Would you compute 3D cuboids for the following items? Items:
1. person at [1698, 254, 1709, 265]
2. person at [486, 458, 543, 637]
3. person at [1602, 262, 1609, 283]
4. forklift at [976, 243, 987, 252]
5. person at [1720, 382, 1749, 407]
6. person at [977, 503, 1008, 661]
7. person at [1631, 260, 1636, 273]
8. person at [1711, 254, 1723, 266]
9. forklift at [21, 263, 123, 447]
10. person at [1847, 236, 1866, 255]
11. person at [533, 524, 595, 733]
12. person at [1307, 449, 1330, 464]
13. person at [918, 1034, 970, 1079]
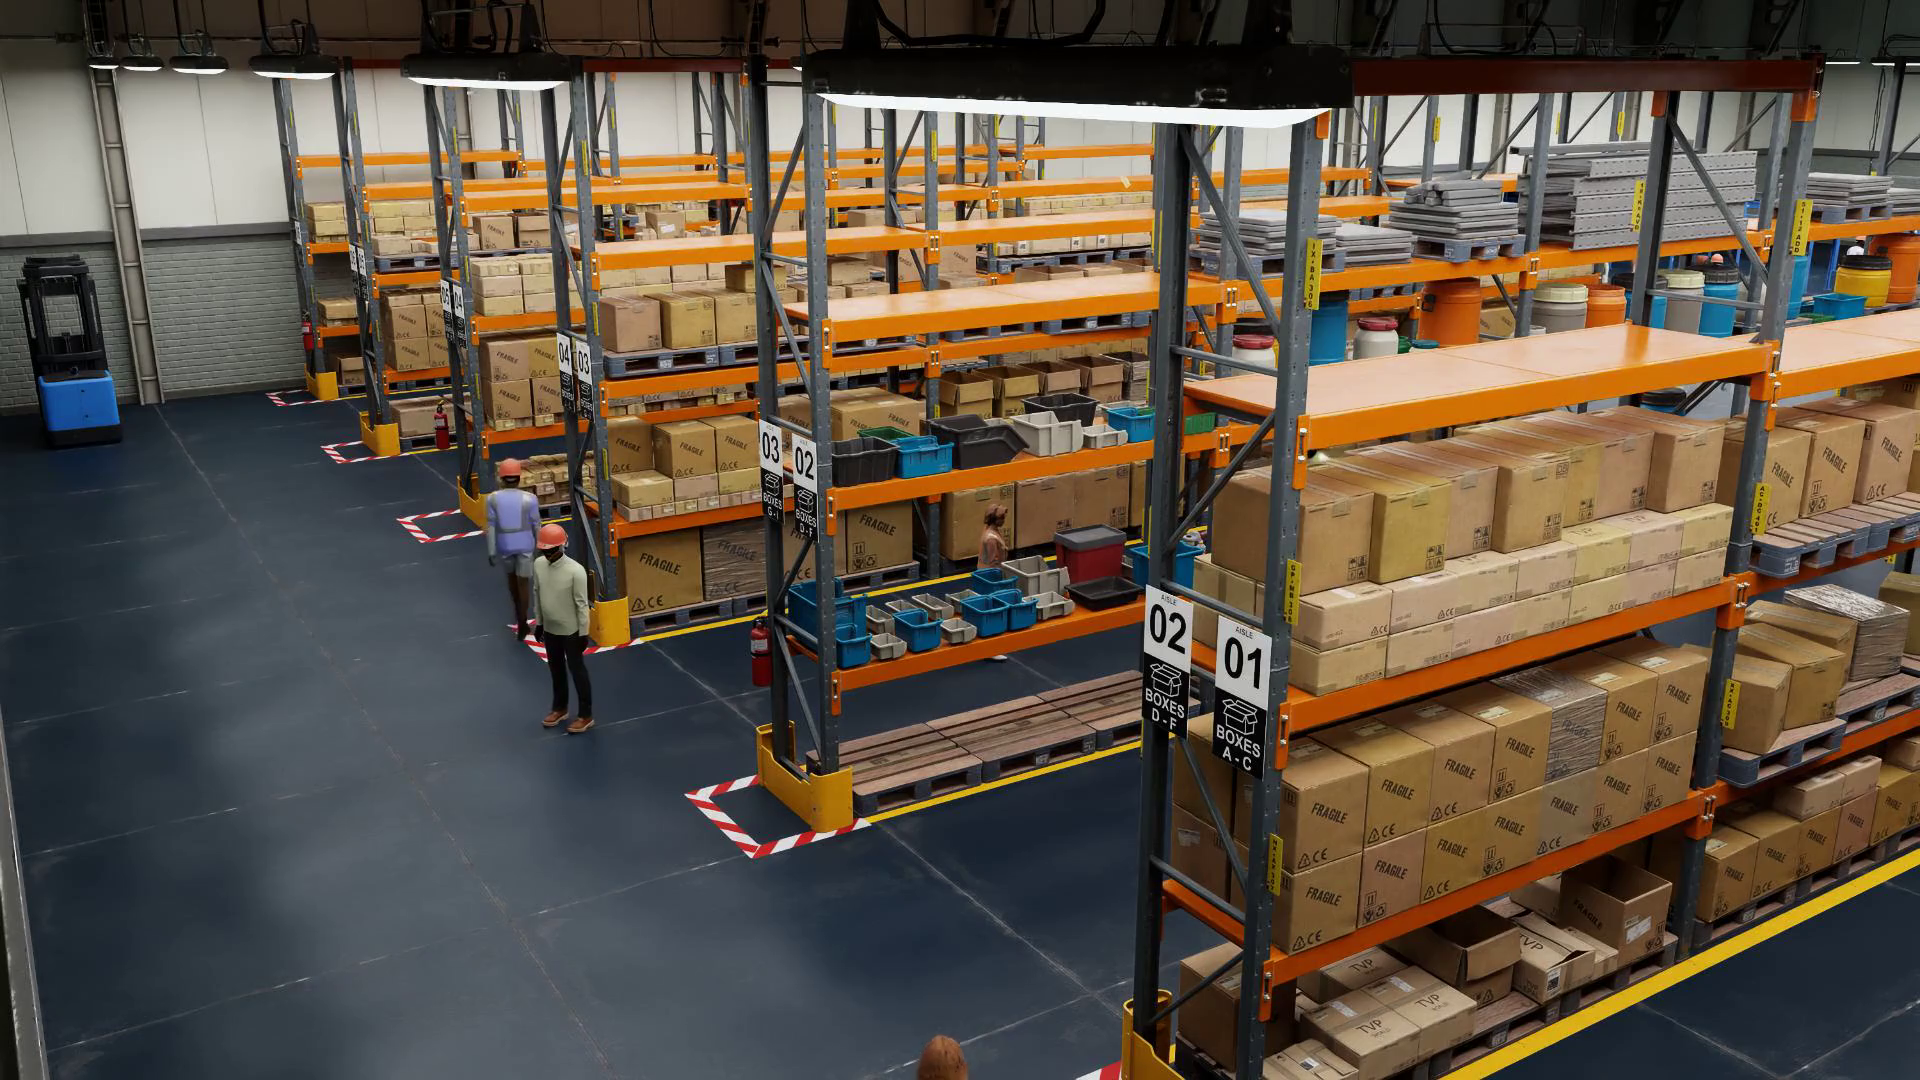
[{"bbox_3d":[16.216,-5.429,35.097,0.833,1.852,0.638,-1,17,-4],"label":"person"},{"bbox_3d":[-4.775,0.031,17.086,0.554,1.897,0.918,-1,17,-2],"label":"person"},{"bbox_3d":[17.813,-8.045,43.642,0.515,1.866,0.318,-10,20,-29],"label":"person"},{"bbox_3d":[0.988,-5.474,34.718,1.214,2.155,2.313,-10,20,-31],"label":"forklift"},{"bbox_3d":[12.759,-2.585,25.816,0.540,1.826,0.962,5,18,15],"label":"person"},{"bbox_3d":[0.333,0.418,16.266,0.313,1.639,0.513,-1,17,-2],"label":"person"},{"bbox_3d":[17.290,-6.960,39.954,0.622,1.947,1.018,14,22,39],"label":"person"},{"bbox_3d":[16.362,-5.246,34.333,0.544,1.939,0.354,-4,18,-14],"label":"person"},{"bbox_3d":[-14.518,-3.079,25.708,1.129,2.768,1.873,-10,20,-31],"label":"forklift"},{"bbox_3d":[21.806,-6.499,38.449,0.376,1.933,0.544,-2,17,-8],"label":"person"},{"bbox_3d":[-3.655,0.797,14.449,0.622,1.986,0.413,10,19,29],"label":"person"},{"bbox_3d":[4.273,-0.441,18.851,0.890,1.795,0.647,-7,18,-22],"label":"person"},{"bbox_3d":[-0.101,3.117,7.452,0.499,1.619,0.655,3,17,10],"label":"person"}]
